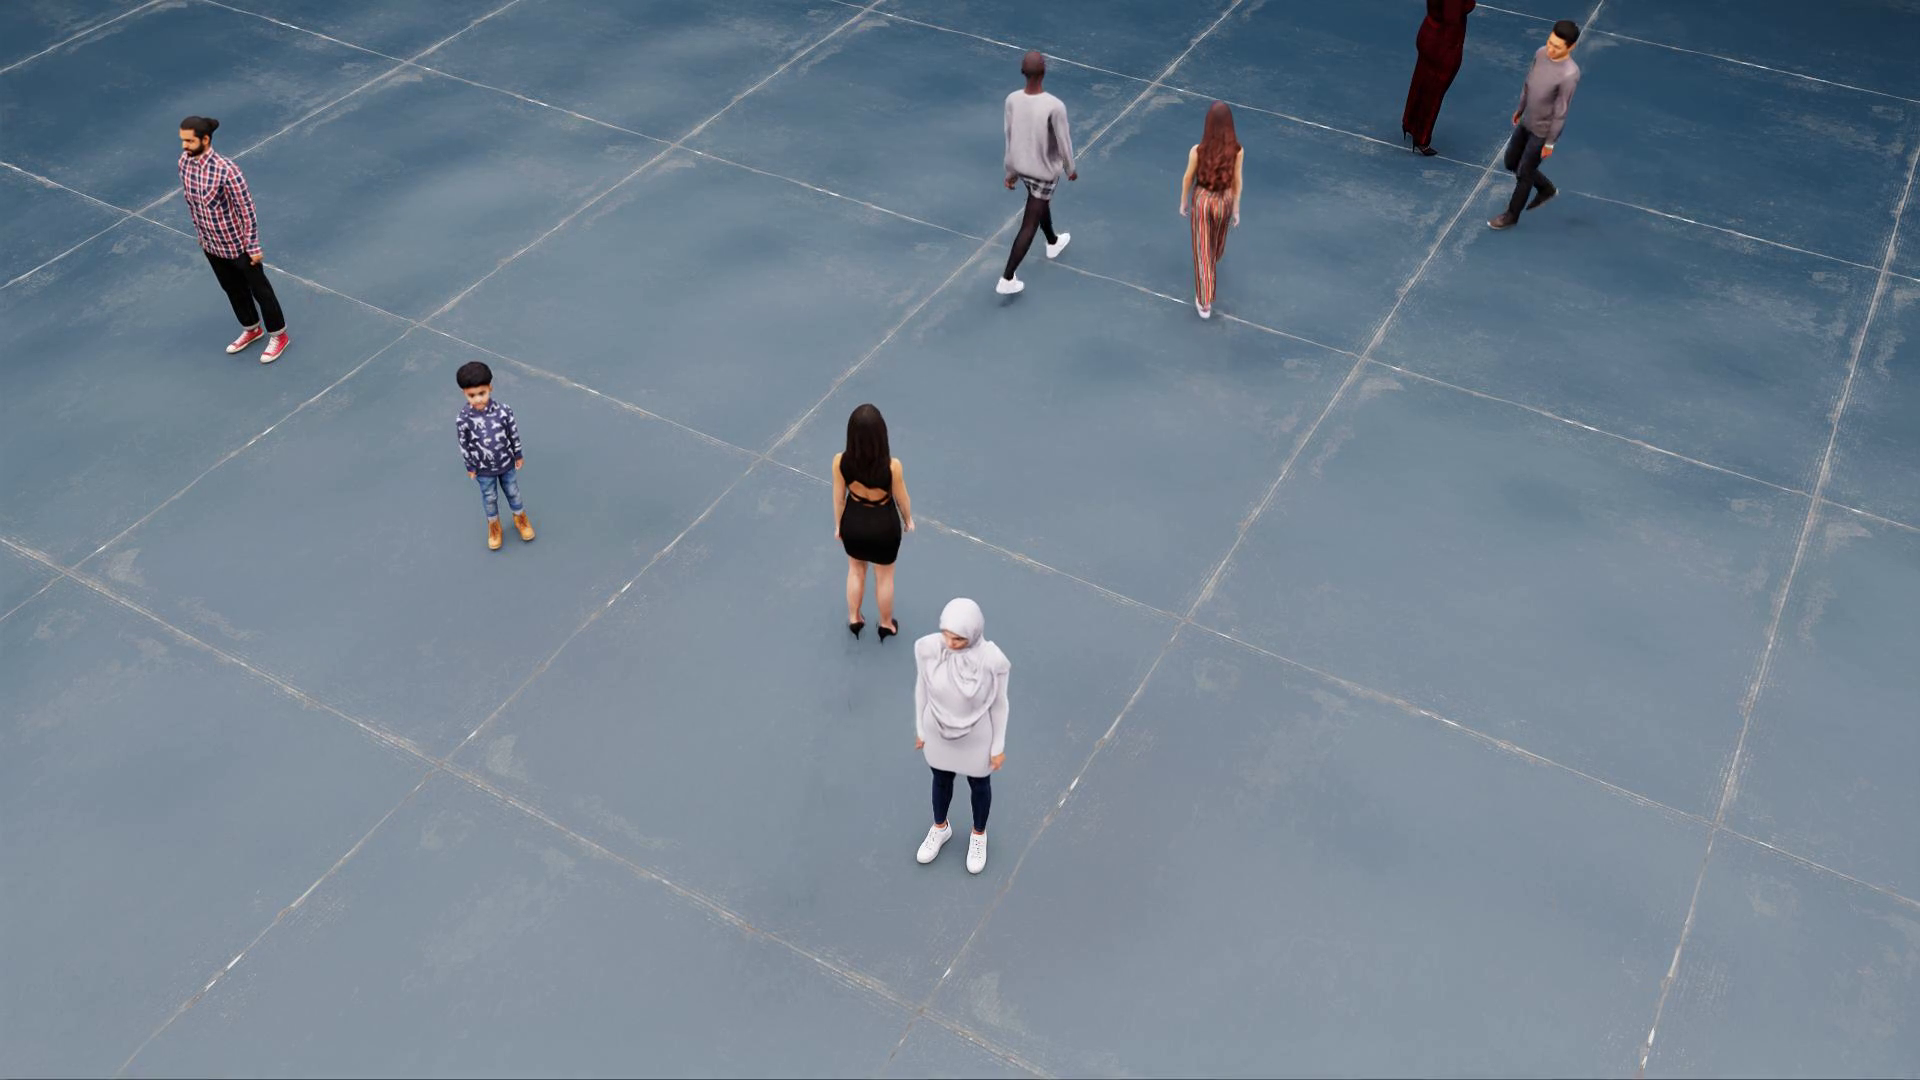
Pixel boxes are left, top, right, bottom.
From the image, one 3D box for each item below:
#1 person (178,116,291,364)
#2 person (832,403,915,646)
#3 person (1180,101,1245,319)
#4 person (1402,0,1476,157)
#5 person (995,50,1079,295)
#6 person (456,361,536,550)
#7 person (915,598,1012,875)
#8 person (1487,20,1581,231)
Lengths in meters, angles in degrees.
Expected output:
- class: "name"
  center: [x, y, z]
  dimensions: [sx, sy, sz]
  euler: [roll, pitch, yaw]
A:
- class: "person"
  center: [-4.902, -2.030, 11.152]
  dimensions: [0.714, 1.761, 0.636]
  euler: [16, 45, 16]
- class: "person"
  center: [-0.479, -0.034, 9.040]
  dimensions: [0.633, 1.645, 0.604]
  euler: [7, 43, 8]
- class: "person"
  center: [1.756, -2.272, 11.593]
  dimensions: [0.889, 1.525, 1.101]
  euler: [2, 42, 2]
- class: "person"
  center: [3.809, -3.941, 13.259]
  dimensions: [0.820, 1.758, 0.731]
  euler: [-4, 42, -4]
- class: "person"
  center: [0.486, -2.539, 11.738]
  dimensions: [0.724, 1.725, 1.231]
  euler: [27, 49, 26]
- class: "person"
  center: [-2.774, -0.508, 9.855]
  dimensions: [0.579, 1.251, 0.649]
  euler: [-16, 45, -17]
- class: "person"
  center: [0.007, 0.911, 7.902]
  dimensions: [0.651, 1.776, 0.602]
  euler: [12, 44, 13]
- class: "person"
  center: [4.367, -3.055, 12.296]
  dimensions: [0.987, 1.741, 0.927]
  euler: [-17, 45, -18]
